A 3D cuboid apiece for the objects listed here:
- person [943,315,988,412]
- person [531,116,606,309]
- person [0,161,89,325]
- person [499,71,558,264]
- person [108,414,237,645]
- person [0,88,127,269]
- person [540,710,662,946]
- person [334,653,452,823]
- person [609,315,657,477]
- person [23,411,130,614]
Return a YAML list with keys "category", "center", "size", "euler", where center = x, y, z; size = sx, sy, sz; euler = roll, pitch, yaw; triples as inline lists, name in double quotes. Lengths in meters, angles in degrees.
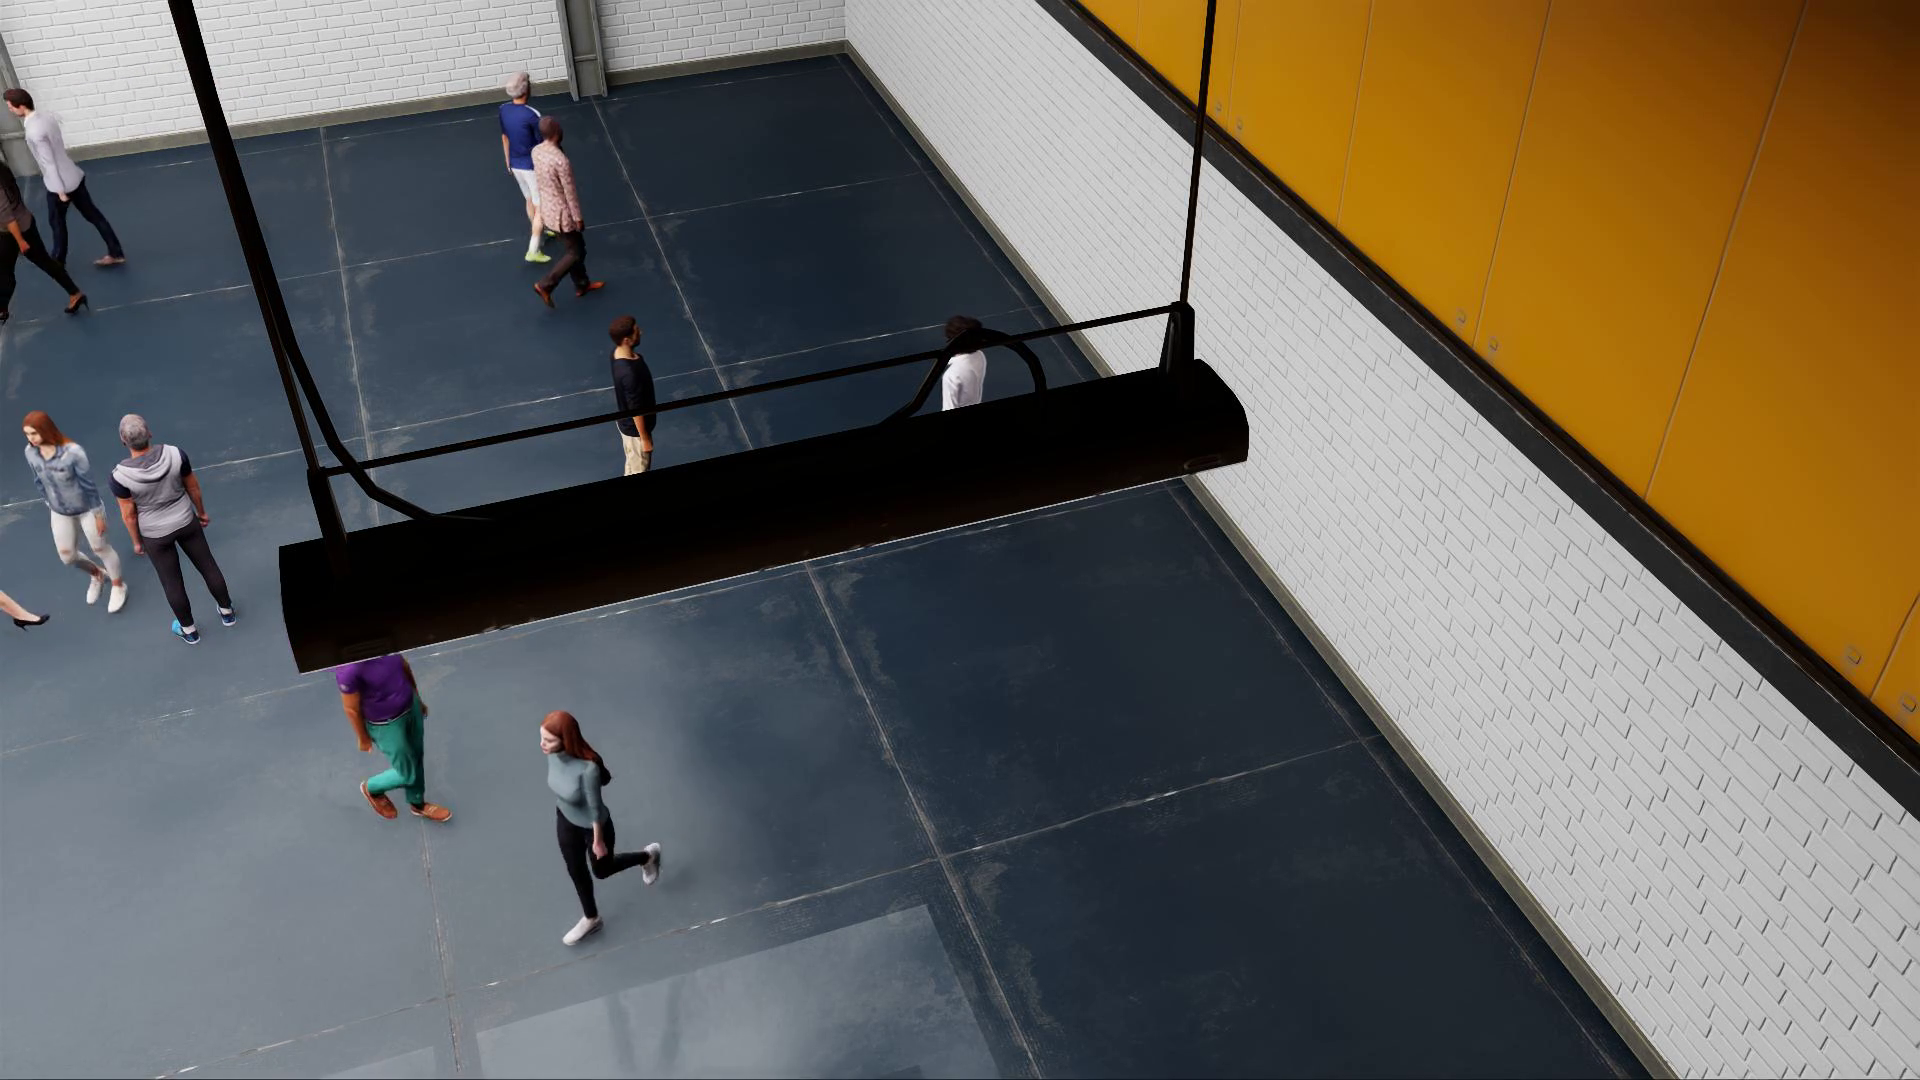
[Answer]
- category: "person"
  center: [0.027, -0.905, 12.538]
  size: [0.796, 1.811, 0.718]
  euler: [21, 43, 24]
- category: "person"
  center: [-3.687, -2.930, 15.103]
  size: [1.080, 1.773, 0.880]
  euler: [-25, 45, -28]
- category: "person"
  center: [-8.322, -2.753, 14.862]
  size: [1.154, 1.798, 0.755]
  euler: [-7, 39, -9]
- category: "person"
  center: [-4.130, -3.535, 15.820]
  size: [0.975, 1.824, 1.039]
  euler: [17, 42, 20]
- category: "person"
  center: [-5.452, -0.082, 11.492]
  size: [0.666, 1.829, 0.829]
  euler: [-31, 48, -33]
- category: "person"
  center: [-8.328, -3.374, 15.639]
  size: [1.127, 1.798, 0.847]
  euler: [-6, 39, -7]
- category: "person"
  center: [-2.067, 1.584, 9.486]
  size: [0.886, 1.729, 1.051]
  euler: [27, 46, 30]
- category: "person"
  center: [-3.531, 1.059, 10.122]
  size: [0.921, 1.756, 0.849]
  euler: [12, 40, 15]
- category: "person"
  center: [-2.434, -0.857, 12.445]
  size: [0.538, 1.851, 0.629]
  euler: [-12, 40, -15]
- category: "person"
  center: [-6.231, -0.254, 11.819]
  size: [0.643, 1.690, 0.761]
  euler: [0, 39, 0]
